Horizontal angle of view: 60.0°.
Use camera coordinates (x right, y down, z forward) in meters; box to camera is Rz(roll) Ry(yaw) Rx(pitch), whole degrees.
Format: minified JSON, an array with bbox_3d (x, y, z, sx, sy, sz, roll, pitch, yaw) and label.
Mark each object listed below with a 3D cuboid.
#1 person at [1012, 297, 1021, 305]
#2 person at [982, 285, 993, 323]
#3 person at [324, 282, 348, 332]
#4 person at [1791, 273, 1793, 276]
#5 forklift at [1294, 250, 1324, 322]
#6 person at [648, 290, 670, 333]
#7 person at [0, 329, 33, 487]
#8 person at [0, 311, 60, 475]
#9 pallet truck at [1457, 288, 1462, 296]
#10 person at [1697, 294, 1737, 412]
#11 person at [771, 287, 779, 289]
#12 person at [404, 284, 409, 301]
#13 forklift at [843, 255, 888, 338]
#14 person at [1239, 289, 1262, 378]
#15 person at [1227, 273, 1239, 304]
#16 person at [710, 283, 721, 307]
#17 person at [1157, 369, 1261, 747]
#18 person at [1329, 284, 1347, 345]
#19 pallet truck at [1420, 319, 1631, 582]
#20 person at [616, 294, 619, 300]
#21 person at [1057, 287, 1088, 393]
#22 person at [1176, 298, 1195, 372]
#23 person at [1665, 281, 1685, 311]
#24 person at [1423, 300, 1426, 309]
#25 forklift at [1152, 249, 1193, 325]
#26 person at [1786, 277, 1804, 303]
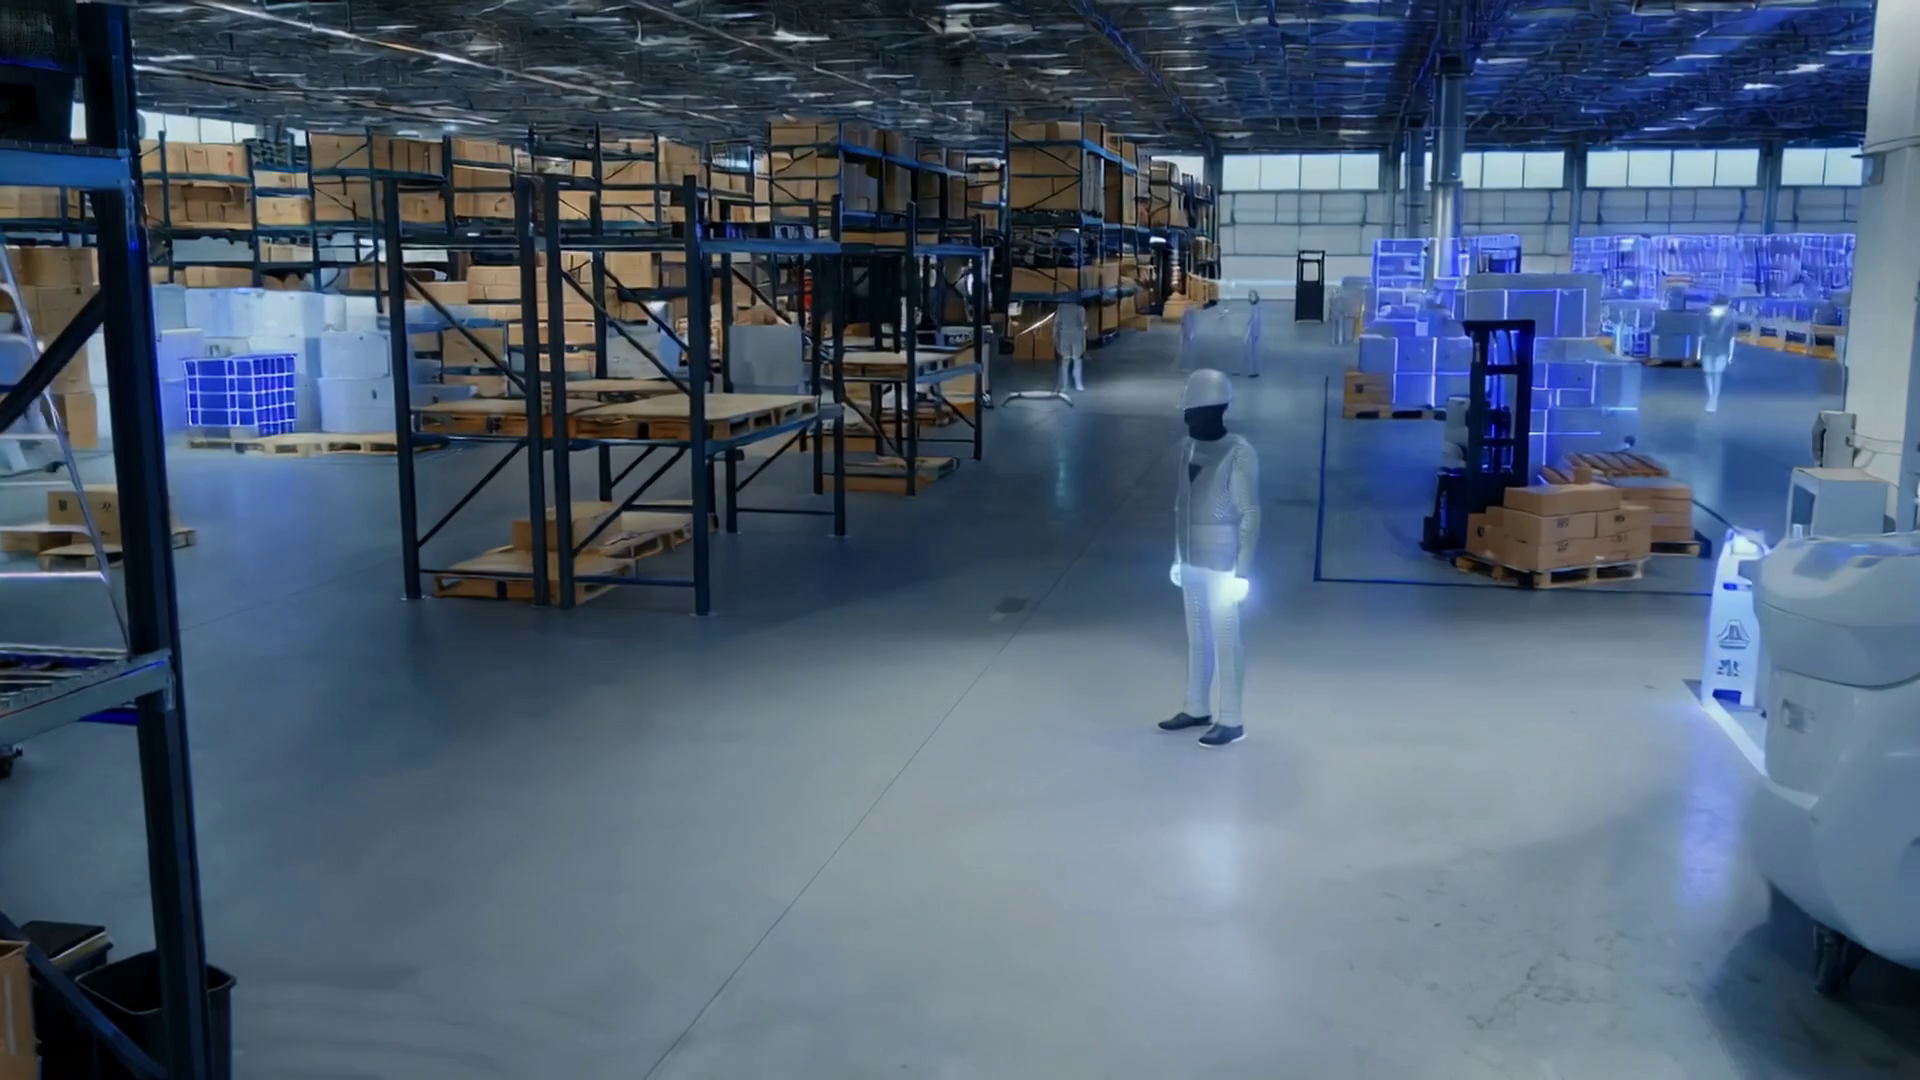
[{"bbox_3d":[1.949,-8.362,58.207,0.383,2.041,0.605,-3,10,-18],"label":"person"},{"bbox_3d":[0.871,-8.060,57.530,0.538,1.669,0.773,1,10,9],"label":"person"},{"bbox_3d":[-14.461,-4.969,38.413,0.629,1.940,0.377,-1,10,-7],"label":"person"},{"bbox_3d":[39.863,-11.876,79.626,0.597,1.831,0.403,-4,10,-20],"label":"person"},{"bbox_3d":[13.778,-10.002,65.433,1.129,2.768,1.873,2,10,12],"label":"forklift"},{"bbox_3d":[-7.596,-5.454,41.999,0.535,1.697,0.322,-1,10,-4],"label":"person"},{"bbox_3d":[-10.550,-1.475,18.157,0.958,1.792,0.637,2,10,10],"label":"person"},{"bbox_3d":[-10.825,-1.659,18.981,1.035,1.879,0.659,1,10,6],"label":"person"},{"bbox_3d":[20.506,-9.785,68.819,0.653,1.274,1.630,2,10,12],"label":"pallet truck"},{"bbox_3d":[12.354,-3.053,27.148,0.556,1.919,0.812,7,12,34],"label":"person"},{"bbox_3d":[-7.547,-9.585,66.168,0.933,1.799,0.627,3,10,15],"label":"person"},{"bbox_3d":[-14.989,-5.959,44.676,0.628,1.812,0.781,3,10,17],"label":"person"},{"bbox_3d":[-2.084,-5.154,36.725,1.129,2.768,1.873,2,10,12],"label":"forklift"},{"bbox_3d":[6.036,-4.320,34.811,0.594,1.853,0.570,3,10,19],"label":"person"},{"bbox_3d":[15.006,-13.802,91.381,0.638,1.713,0.821,-4,10,-20],"label":"person"},{"bbox_3d":[-5.979,-5.229,40.072,0.602,1.904,0.404,0,10,2],"label":"person"},{"bbox_3d":[1.265,0.090,8.498,0.380,1.922,0.593,-6,11,-30],"label":"person"},{"bbox_3d":[10.979,-6.566,48.382,0.526,1.768,0.315,-2,10,-13],"label":"person"},{"bbox_3d":[4.543,-0.757,13.299,0.823,1.965,1.885,-4,10,-22],"label":"pallet truck"},{"bbox_3d":[-8.468,-5.247,40.969,0.520,1.630,0.320,1,10,3],"label":"person"},{"bbox_3d":[2.099,-3.712,30.890,0.607,1.965,0.366,4,10,22],"label":"person"},{"bbox_3d":[4.955,-4.495,36.488,0.392,1.626,0.527,-1,10,-6],"label":"person"},{"bbox_3d":[23.234,-7.532,54.062,0.618,1.784,0.950,3,10,19],"label":"person"},{"bbox_3d":[15.798,-7.802,56.119,0.281,1.624,0.494,-6,11,-33],"label":"person"},{"bbox_3d":[7.646,-9.320,61.395,1.873,2.768,1.129,2,10,11],"label":"forklift"},{"bbox_3d":[28.713,-8.106,57.193,0.855,1.875,0.648,-3,10,-18],"label":"person"}]
